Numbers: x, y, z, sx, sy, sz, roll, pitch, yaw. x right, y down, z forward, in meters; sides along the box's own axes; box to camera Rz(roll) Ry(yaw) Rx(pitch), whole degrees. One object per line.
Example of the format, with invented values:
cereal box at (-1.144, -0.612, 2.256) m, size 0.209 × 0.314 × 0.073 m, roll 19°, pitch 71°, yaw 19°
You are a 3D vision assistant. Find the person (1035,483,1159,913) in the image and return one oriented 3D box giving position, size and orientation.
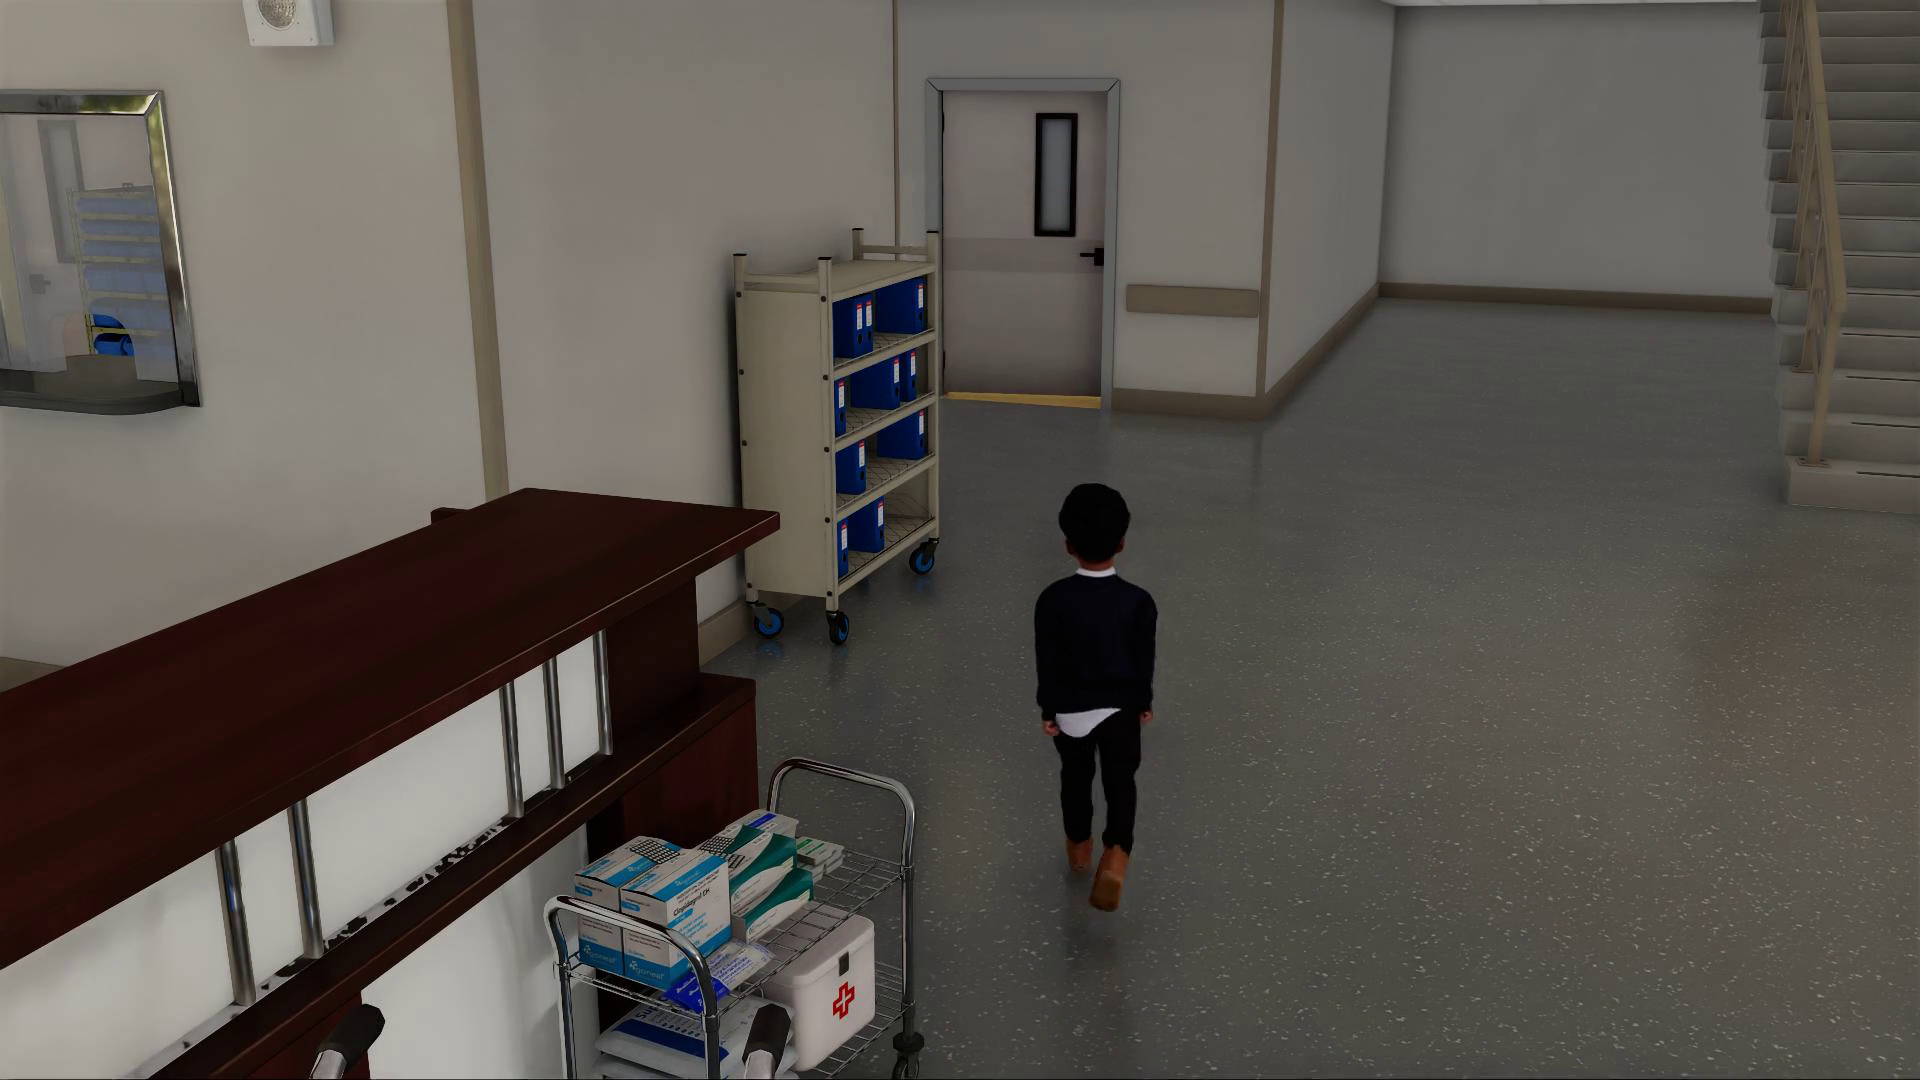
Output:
person at (0.397, 0.453, 4.722) m, size 0.654 × 1.210 × 0.878 m, roll 0°, pitch 16°, yaw 2°
